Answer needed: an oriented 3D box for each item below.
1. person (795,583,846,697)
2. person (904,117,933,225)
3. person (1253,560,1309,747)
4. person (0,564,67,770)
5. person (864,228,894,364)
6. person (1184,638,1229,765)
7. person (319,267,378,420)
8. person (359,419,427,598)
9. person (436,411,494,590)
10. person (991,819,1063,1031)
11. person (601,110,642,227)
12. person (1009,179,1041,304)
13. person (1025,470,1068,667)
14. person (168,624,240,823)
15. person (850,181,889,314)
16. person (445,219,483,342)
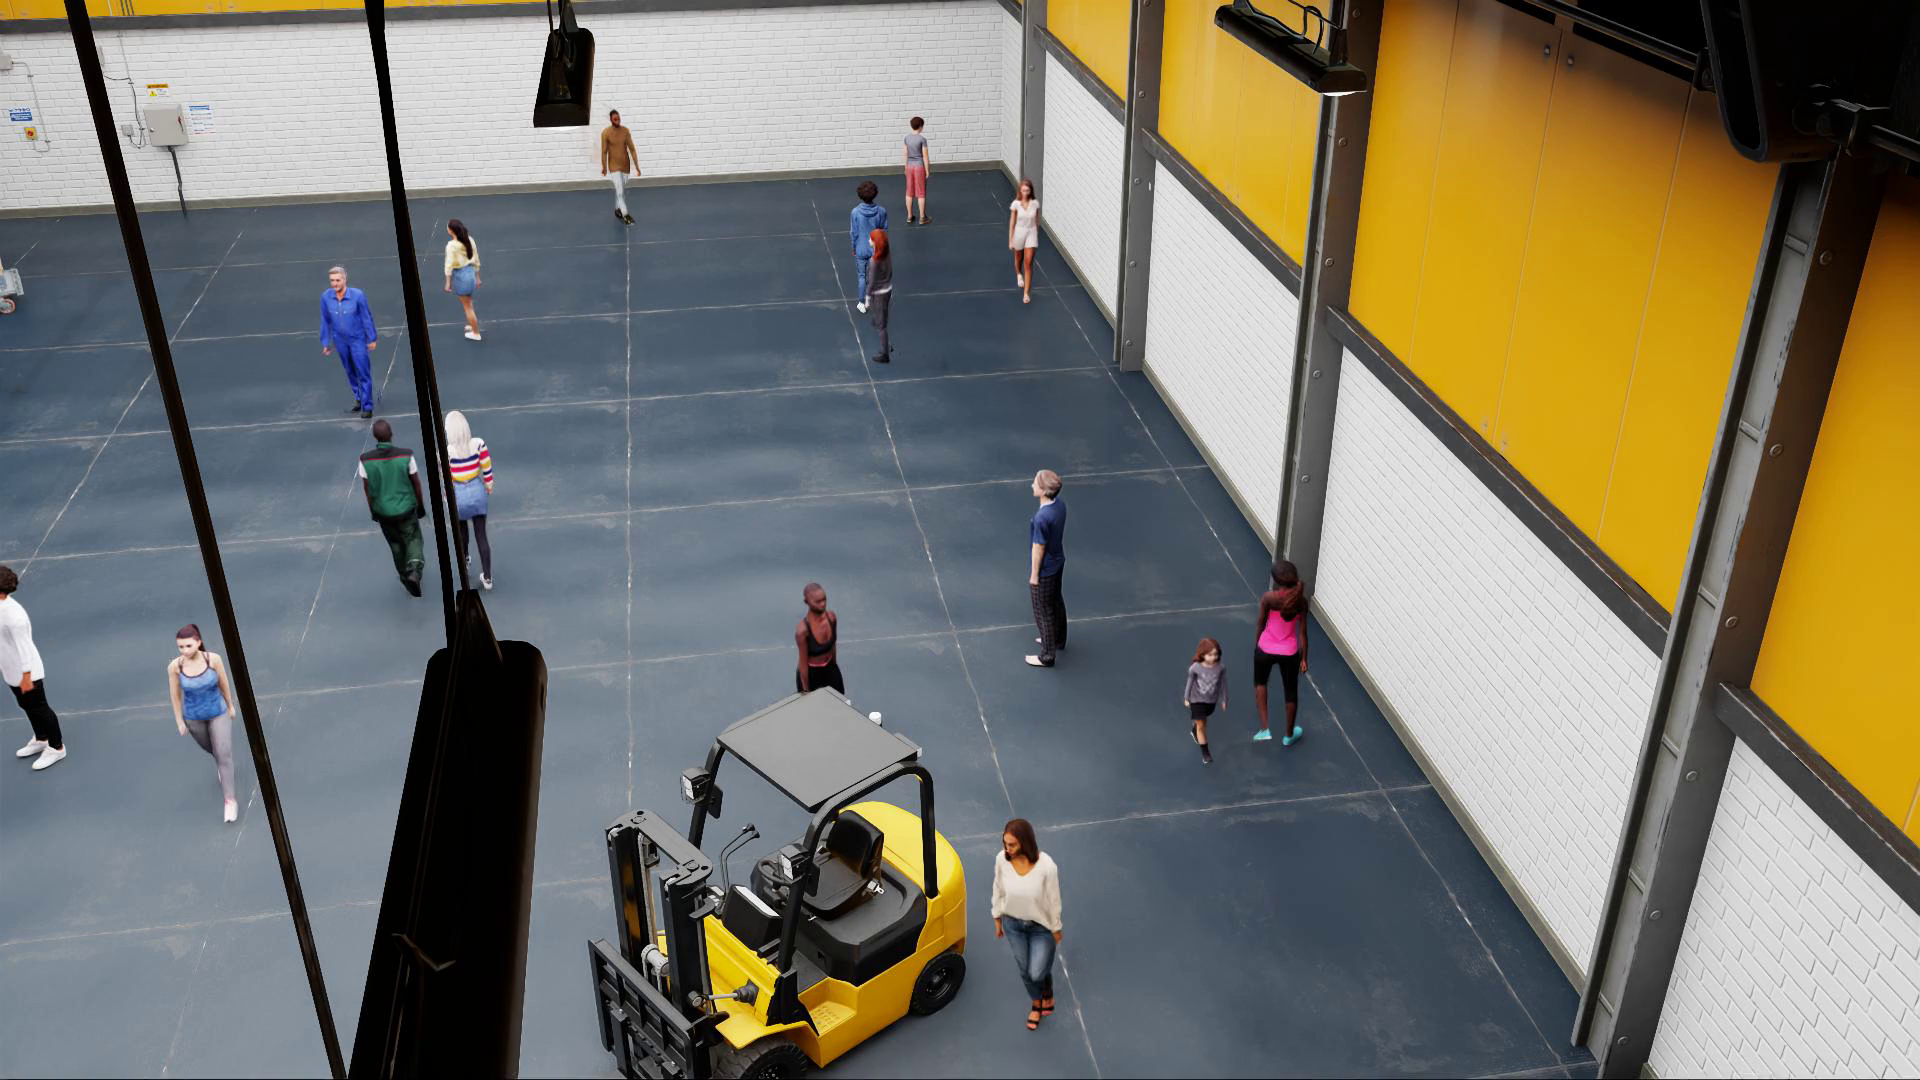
[{"bbox_3d":[-1.206,1.087,13.379,0.979,1.728,1.137,-25,37,-38],"label":"person"},{"bbox_3d":[-0.691,-5.804,26.093,0.675,1.650,0.706,13,31,23],"label":"person"},{"bbox_3d":[2.580,0.952,13.642,0.739,1.714,0.767,11,31,19],"label":"person"},{"bbox_3d":[-7.601,1.003,13.447,0.715,1.810,0.790,22,36,34],"label":"person"},{"bbox_3d":[-0.925,-3.050,20.918,0.774,1.771,0.675,12,31,21],"label":"person"},{"bbox_3d":[2.008,1.264,13.736,0.500,1.076,0.769,-6,29,-10],"label":"person"},{"bbox_3d":[-7.182,-2.387,19.656,0.860,1.816,0.941,1,29,2],"label":"person"},{"bbox_3d":[-5.330,-0.246,15.726,0.742,1.820,0.996,-8,30,-14],"label":"person"},{"bbox_3d":[-4.689,-0.353,15.980,0.936,1.766,1.168,-17,33,-28],"label":"person"},{"bbox_3d":[0.491,2.467,10.921,0.757,1.660,0.793,11,30,19],"label":"person"},{"bbox_3d":[-5.381,-5.859,26.069,0.958,1.770,1.159,-21,35,-34],"label":"person"},{"bbox_3d":[0.894,-4.210,23.165,0.670,1.655,1.181,-1,29,-2],"label":"person"},{"bbox_3d":[0.783,0.231,14.801,0.796,1.868,0.678,11,31,19],"label":"person"},{"bbox_3d":[-5.913,1.353,13.059,0.594,1.566,1.082,-7,29,-12],"label":"person"},{"bbox_3d":[-1.229,-3.983,22.587,0.685,1.811,0.579,-3,29,-5],"label":"person"},{"bbox_3d":[-6.402,-3.372,21.668,0.837,1.618,0.760,13,31,22],"label":"person"}]
